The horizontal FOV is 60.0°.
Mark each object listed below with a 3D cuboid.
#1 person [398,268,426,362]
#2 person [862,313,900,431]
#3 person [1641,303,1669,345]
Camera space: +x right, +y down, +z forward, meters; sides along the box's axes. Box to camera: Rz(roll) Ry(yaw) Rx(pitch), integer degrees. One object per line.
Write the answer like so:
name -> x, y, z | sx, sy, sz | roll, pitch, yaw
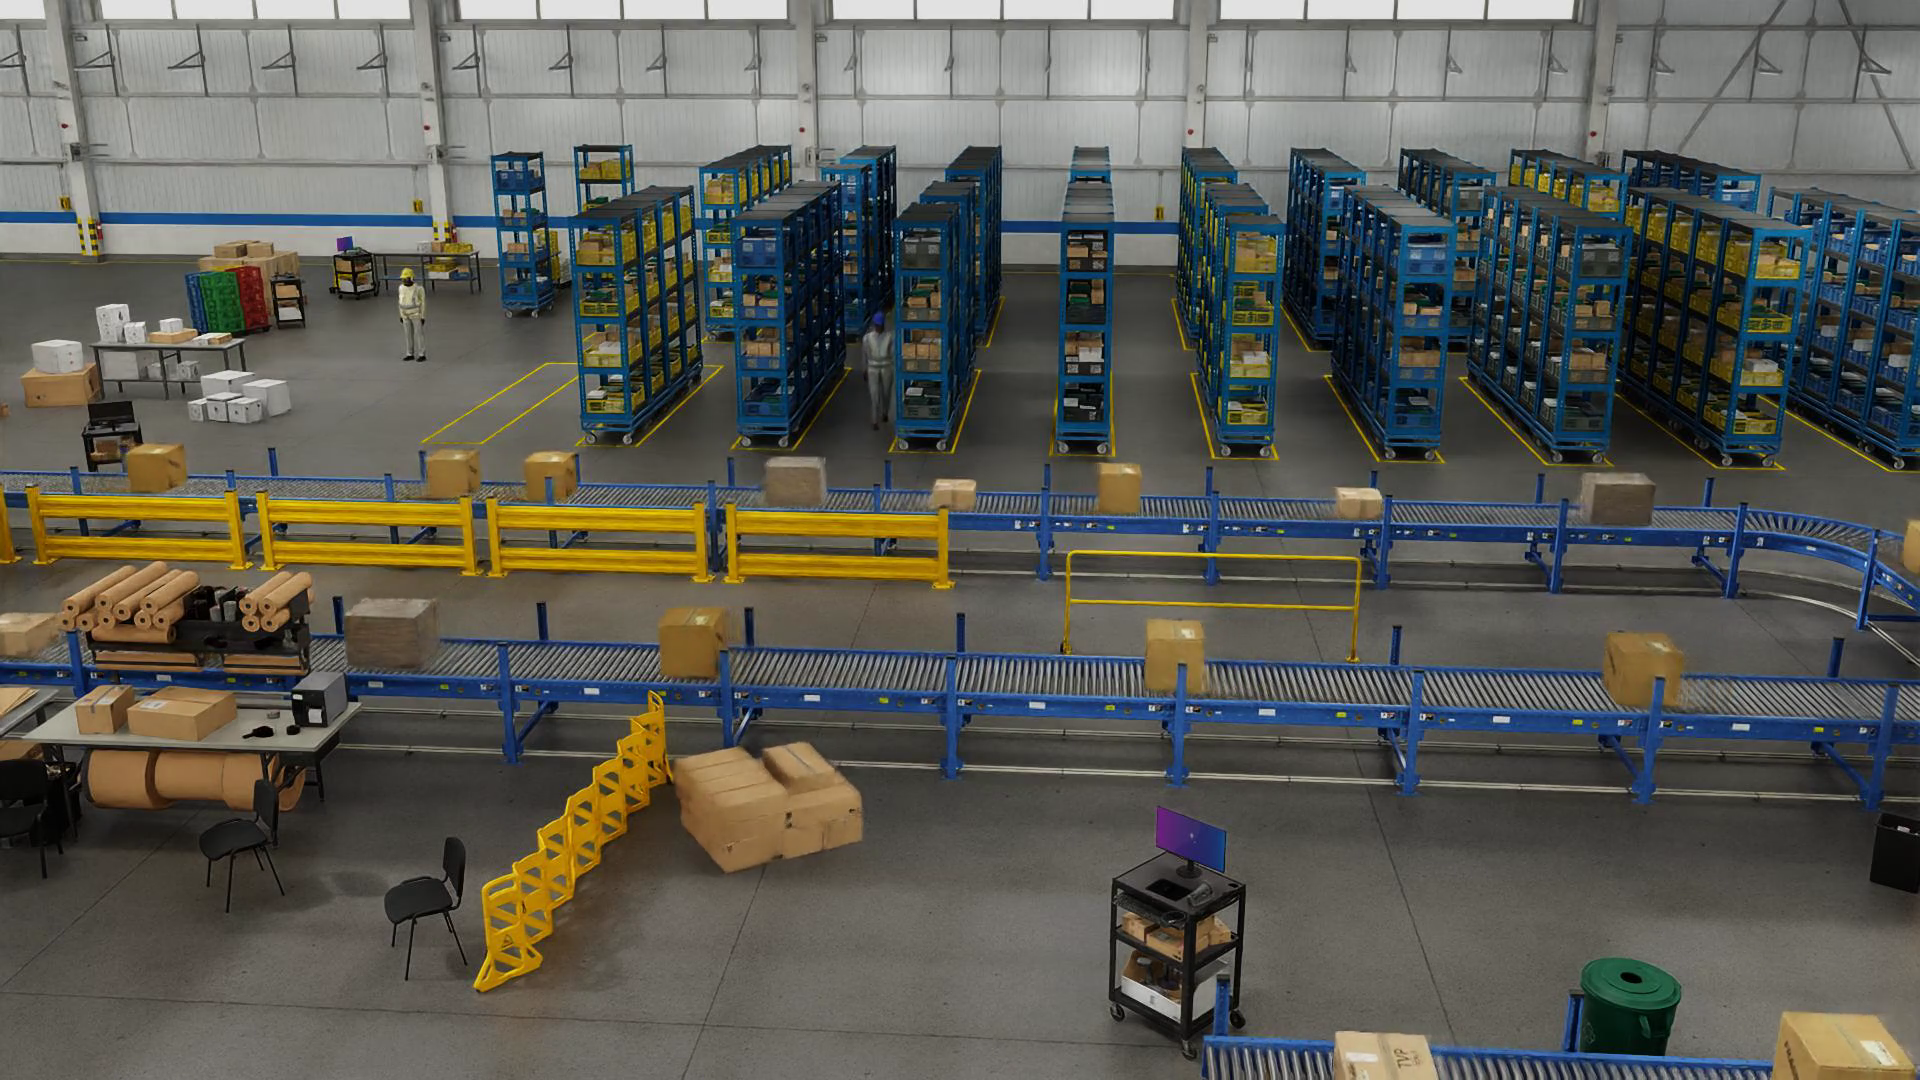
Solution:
person -> -10.720, -4.397, 32.512 | 0.586, 1.833, 0.404 | 6, 18, 18
person -> -1.295, -2.801, 27.349 | 0.625, 1.901, 0.990 | 0, 17, 0
person -> 13.029, -3.965, 31.143 | 0.591, 1.823, 0.589 | 0, 17, -1
